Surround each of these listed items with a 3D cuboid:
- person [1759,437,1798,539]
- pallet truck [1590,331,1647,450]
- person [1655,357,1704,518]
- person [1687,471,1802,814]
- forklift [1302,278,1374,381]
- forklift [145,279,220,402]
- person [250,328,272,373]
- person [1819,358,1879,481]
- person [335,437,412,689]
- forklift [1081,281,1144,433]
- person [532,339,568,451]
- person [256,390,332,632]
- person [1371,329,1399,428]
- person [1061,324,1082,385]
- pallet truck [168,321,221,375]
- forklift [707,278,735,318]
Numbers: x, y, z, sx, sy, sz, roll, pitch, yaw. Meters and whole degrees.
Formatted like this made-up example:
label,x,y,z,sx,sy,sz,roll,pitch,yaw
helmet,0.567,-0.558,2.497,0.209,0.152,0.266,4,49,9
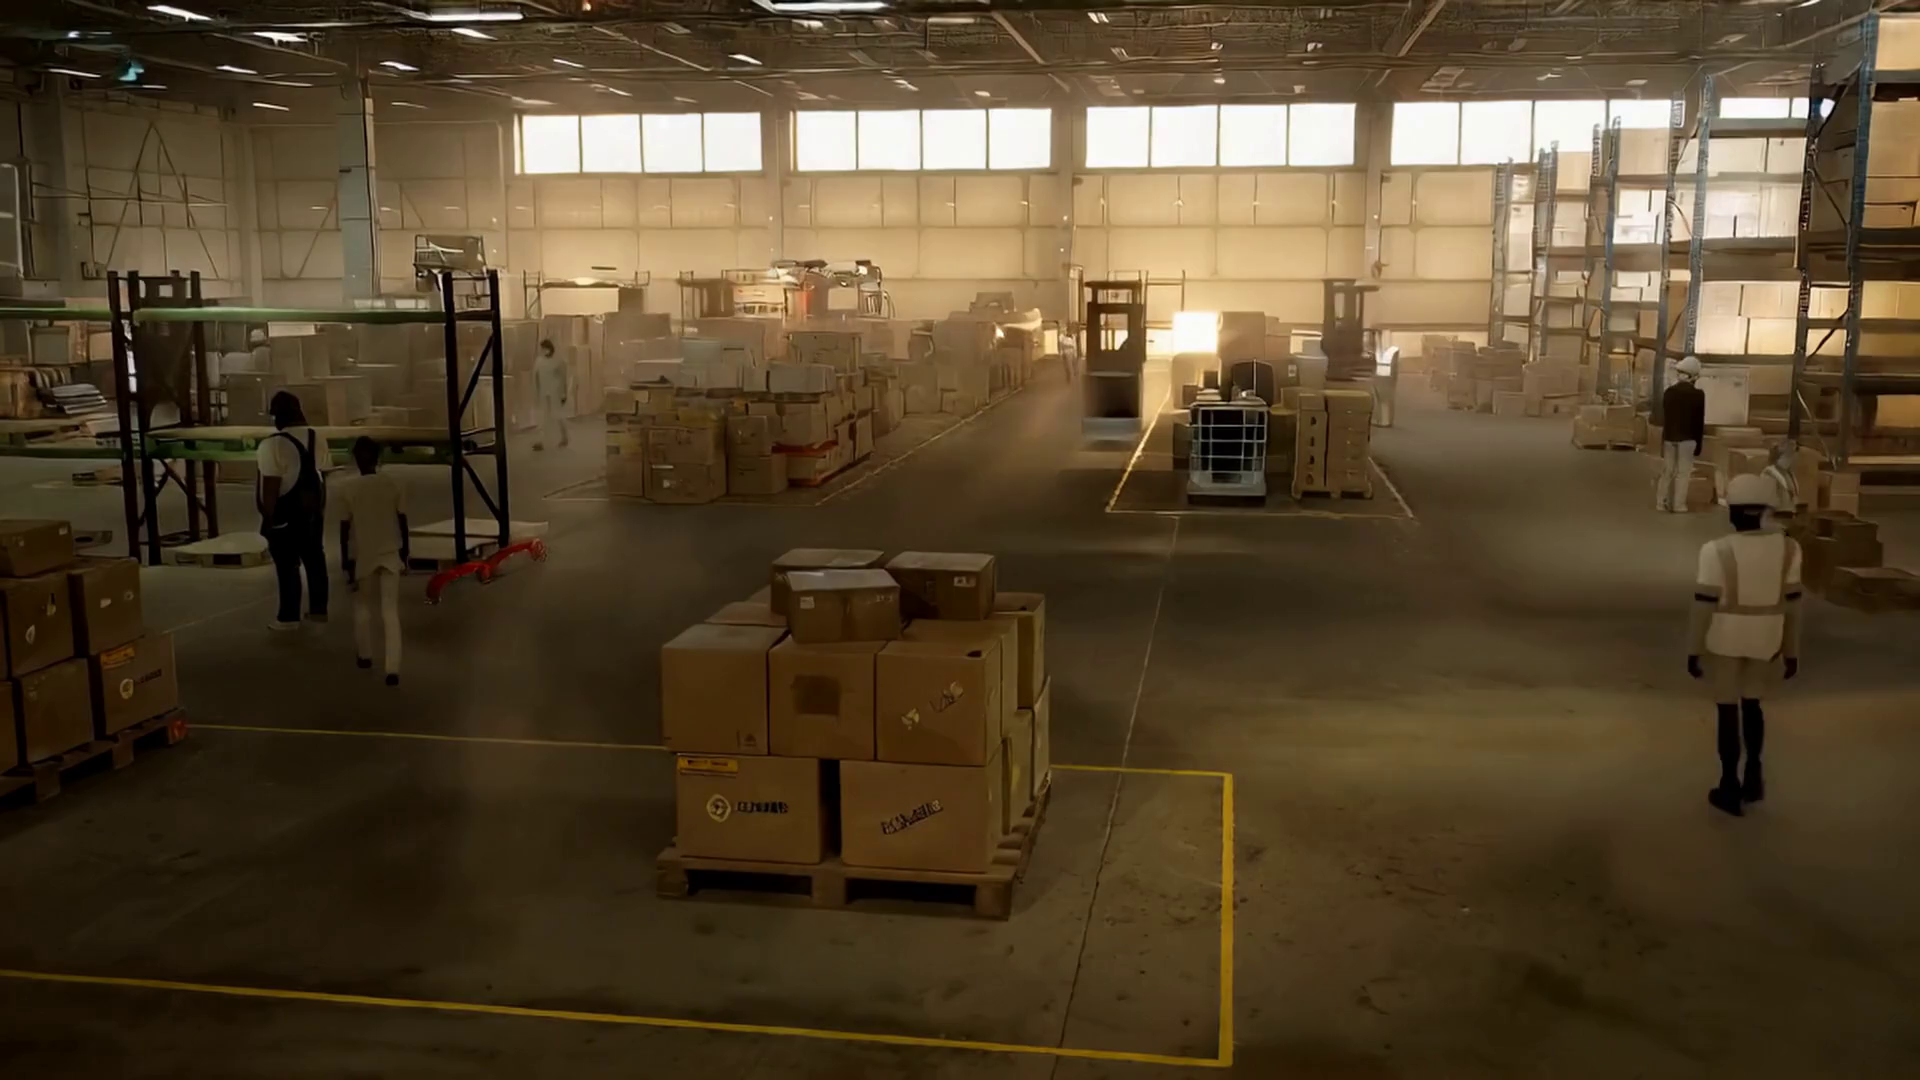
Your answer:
label,x,y,z,sx,sy,sz,roll,pitch,yaw
person,6.896,-0.058,14.084,0.513,1.641,0.307,-8,12,-41
pallet truck,11.253,-2.573,28.499,0.823,1.965,1.885,5,10,27
person,8.873,-1.250,20.402,0.411,1.978,0.627,-5,10,-26
person,4.365,0.577,9.296,0.578,1.922,0.404,0,9,2
forklift,10.411,-5.814,45.773,1.129,2.768,1.873,-5,11,-30
forklift,-18.365,-4.671,38.725,1.129,2.768,1.873,3,10,16
person,-13.401,-3.098,31.970,0.382,1.924,0.592,0,9,-3
person,12.754,-1.686,23.666,0.950,1.800,0.639,1,9,9
person,-4.309,0.150,12.271,0.517,1.818,0.992,-4,10,-23
forklift,2.903,-3.489,31.435,1.129,2.768,1.873,1,9,9
person,-6.938,-2.459,28.152,0.647,1.885,1.009,3,10,15
person,-5.676,-0.252,14.053,0.538,2.000,0.681,4,10,24
person,8.238,-3.123,32.172,0.397,1.911,0.587,-5,10,-29
person,2.955,-4.887,43.965,0.533,1.599,0.823,0,9,-2
pallet truck,-21.869,-5.598,47.154,0.823,1.965,1.885,4,10,26
forklift,-6.431,-5.689,45.000,1.873,2.768,1.129,4,10,23
